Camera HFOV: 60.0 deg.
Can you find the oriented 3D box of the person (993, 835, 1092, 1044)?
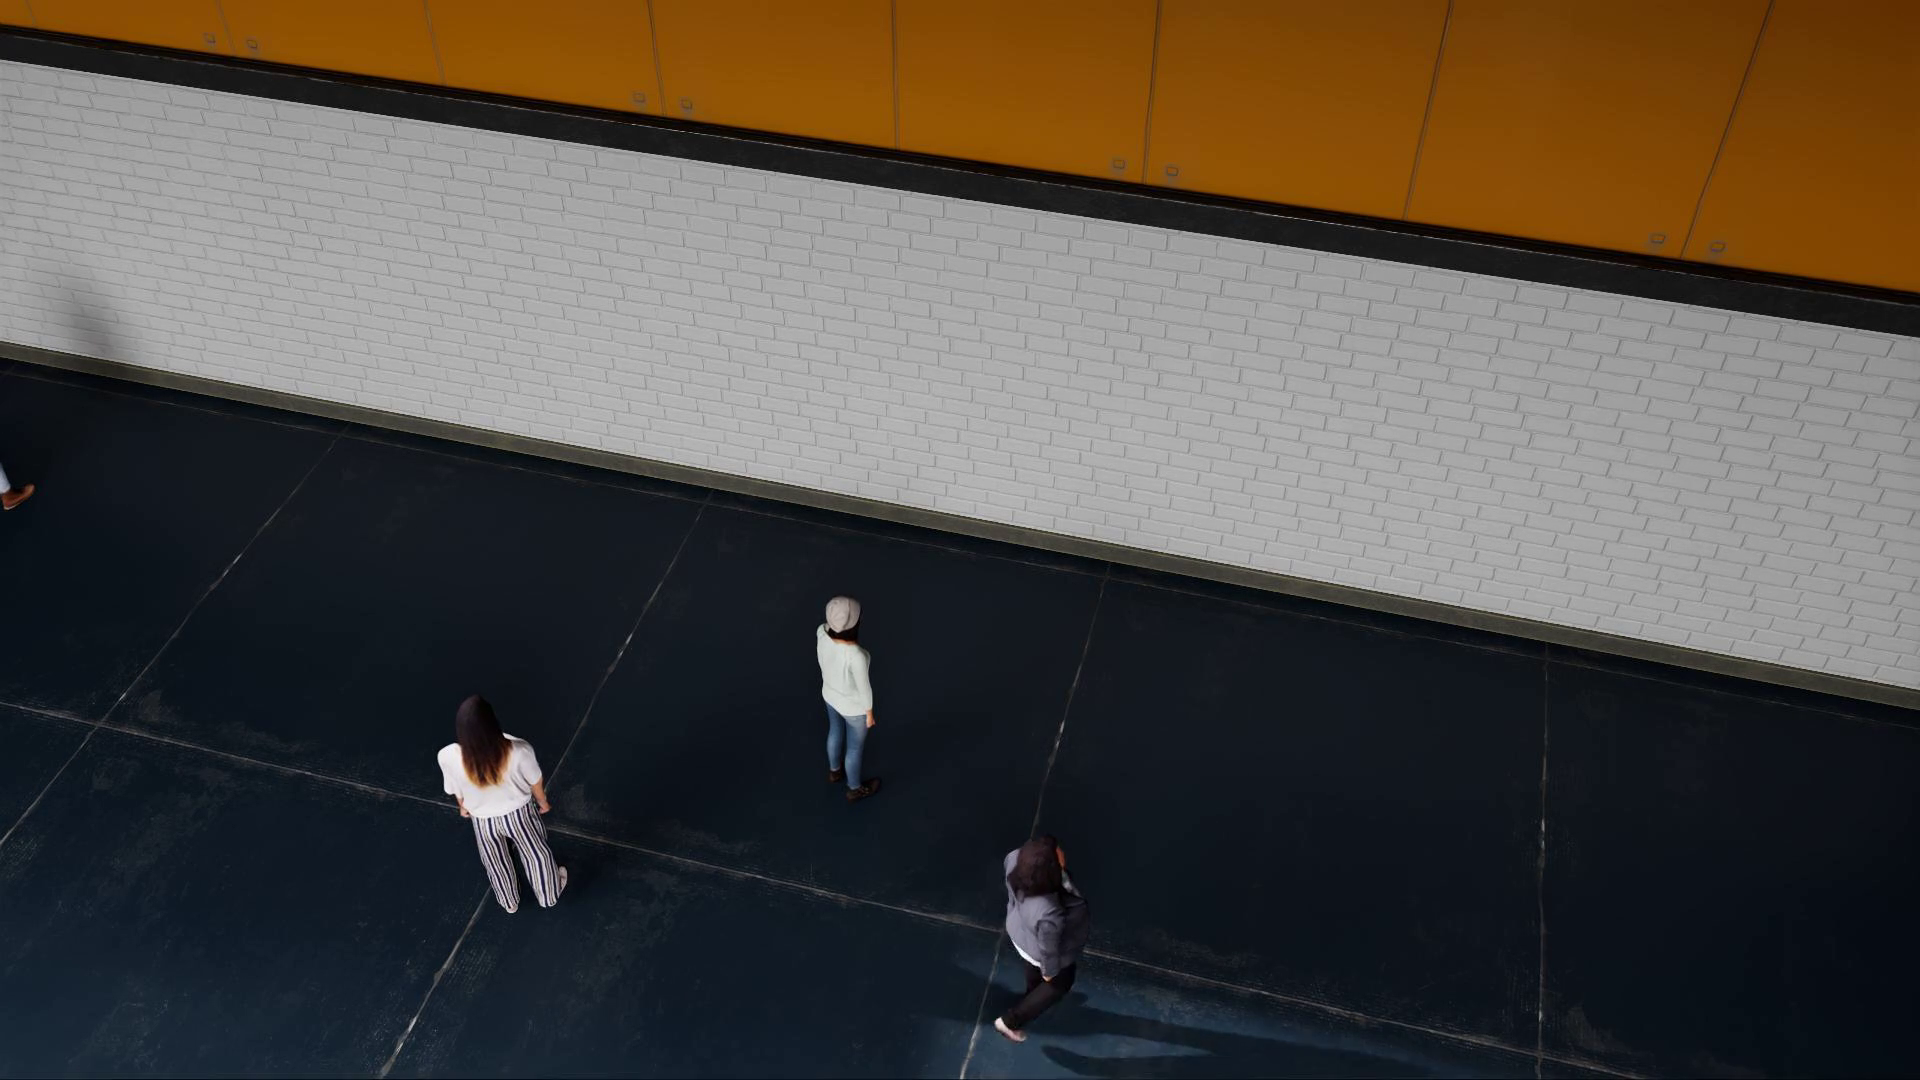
[{"bbox_3d":[0.365,2.072,8.631,0.961,1.583,0.904,-21,47,-21],"label":"person"}]

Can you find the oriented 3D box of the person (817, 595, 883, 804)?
[{"bbox_3d":[-0.669,0.921,9.793,0.643,1.646,0.629,-34,53,-30],"label":"person"}]

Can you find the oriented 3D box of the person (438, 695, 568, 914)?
[{"bbox_3d":[-2.524,1.477,9.183,0.764,1.684,0.746,-4,44,-4],"label":"person"}]
